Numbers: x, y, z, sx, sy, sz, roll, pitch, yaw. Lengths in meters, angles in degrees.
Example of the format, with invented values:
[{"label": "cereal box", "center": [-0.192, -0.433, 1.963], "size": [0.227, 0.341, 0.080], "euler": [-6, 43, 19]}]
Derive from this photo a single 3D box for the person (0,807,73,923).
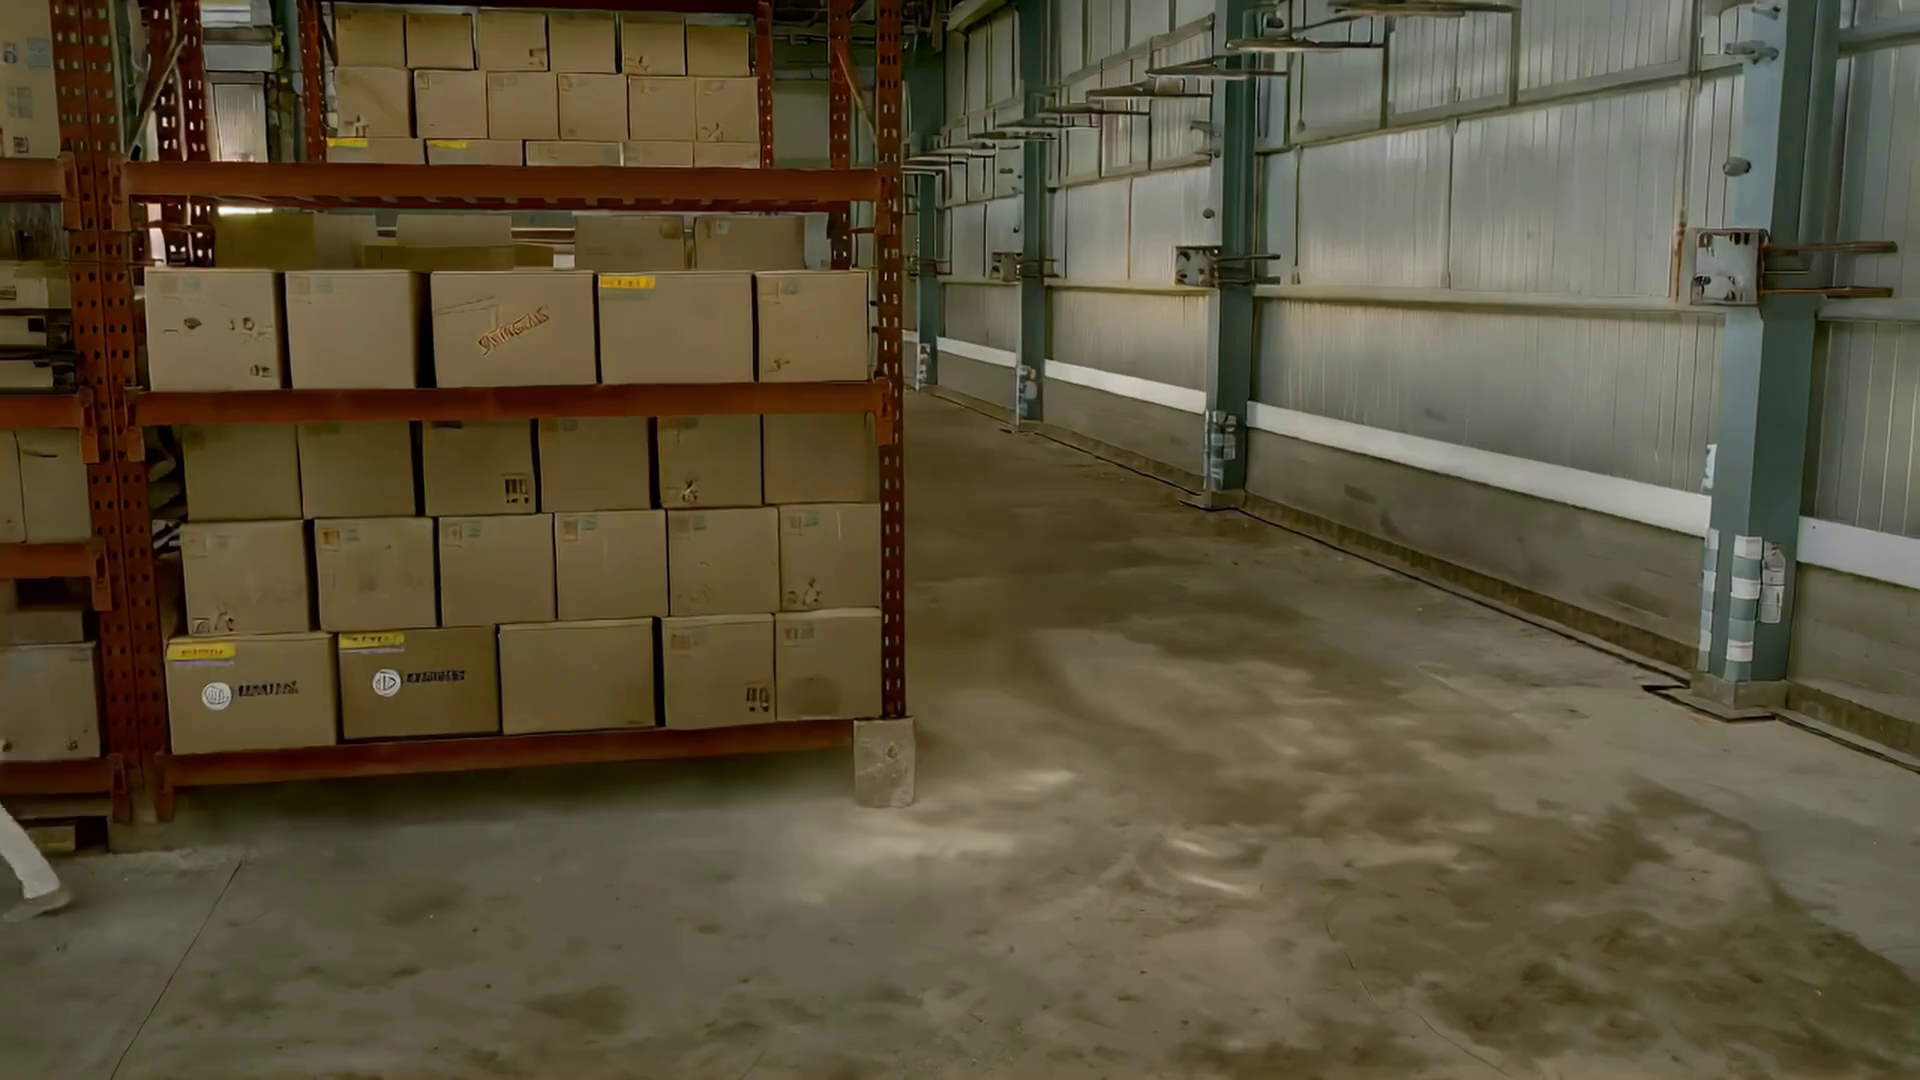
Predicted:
[{"label": "person", "center": [-4.622, 0.832, 7.579], "size": [1.009, 1.950, 0.630], "euler": [-2, 10, -13]}]
